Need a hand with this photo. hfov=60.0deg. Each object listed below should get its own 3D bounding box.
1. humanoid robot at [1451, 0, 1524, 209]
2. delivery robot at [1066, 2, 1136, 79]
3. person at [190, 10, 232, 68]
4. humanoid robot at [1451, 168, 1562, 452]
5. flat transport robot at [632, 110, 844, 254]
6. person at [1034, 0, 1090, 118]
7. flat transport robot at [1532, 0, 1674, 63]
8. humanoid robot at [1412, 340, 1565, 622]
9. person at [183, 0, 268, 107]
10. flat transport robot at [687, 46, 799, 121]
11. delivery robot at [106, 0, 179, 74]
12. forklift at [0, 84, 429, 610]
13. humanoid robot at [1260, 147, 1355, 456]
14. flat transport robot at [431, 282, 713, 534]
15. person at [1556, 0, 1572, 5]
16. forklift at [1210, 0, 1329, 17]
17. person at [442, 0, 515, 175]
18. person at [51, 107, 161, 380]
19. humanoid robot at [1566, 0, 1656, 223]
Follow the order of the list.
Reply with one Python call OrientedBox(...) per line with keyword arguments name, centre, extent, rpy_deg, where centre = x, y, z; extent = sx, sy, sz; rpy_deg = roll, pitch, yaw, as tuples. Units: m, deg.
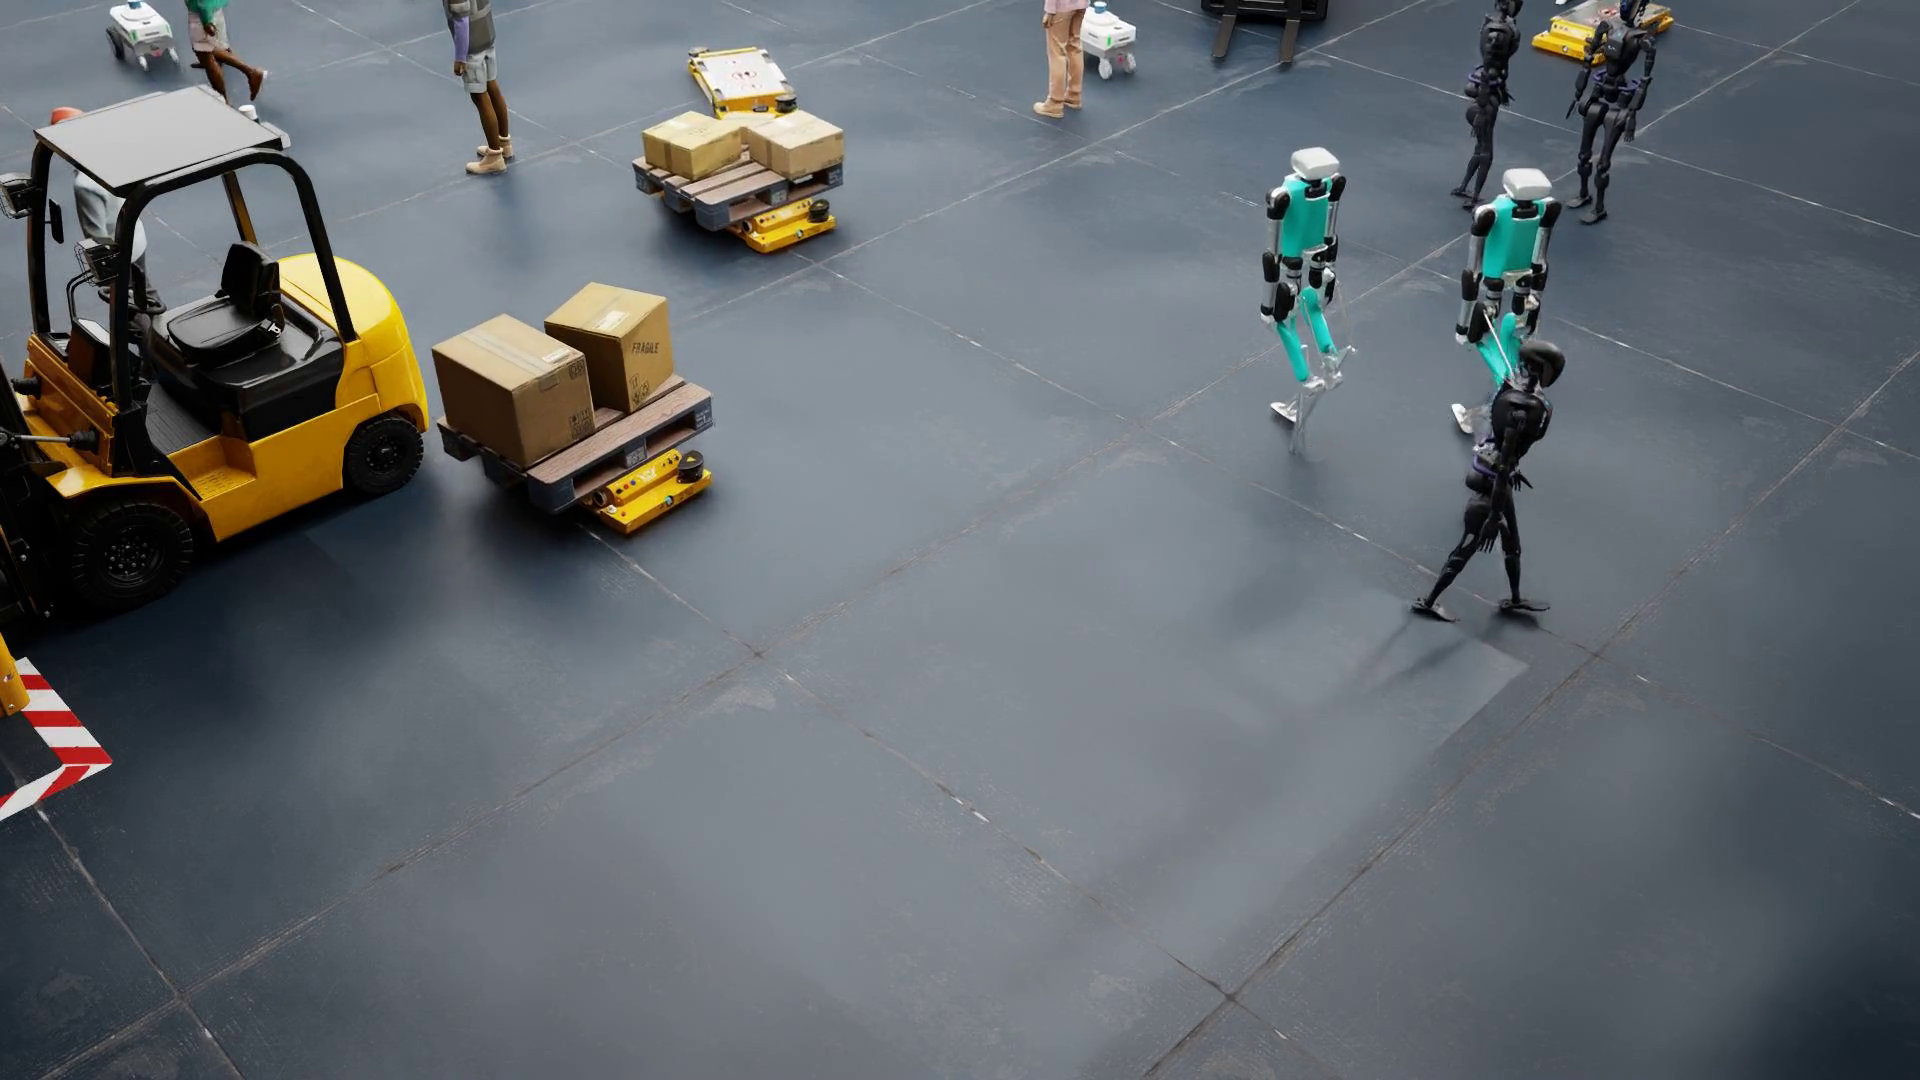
OrientedBox(name="humanoid robot", centre=(3.914, -3.234, 12.152), extent=(0.404, 1.651, 0.607), rpy_deg=(19, 41, 24))
OrientedBox(name="delivery robot", centre=(1.227, -4.453, 14.712), extent=(0.499, 0.587, 0.771), rpy_deg=(-22, 42, -27))
OrientedBox(name="person", centre=(-6.710, -5.020, 14.452), extent=(0.384, 1.783, 0.547), rpy_deg=(-1, 37, -1))
OrientedBox(name="humanoid robot", centre=(3.100, -1.166, 9.325), extent=(0.544, 1.770, 0.912), rpy_deg=(-11, 38, -15))
OrientedBox(name="flat transport robot", centre=(-1.632, -2.544, 12.403), extent=(0.659, 0.231, 1.431), rpy_deg=(-28, 45, -32))
OrientedBox(name="person", centre=(0.882, -4.346, 13.558), extent=(0.410, 1.775, 0.537), rpy_deg=(25, 43, 29))
OrientedBox(name="flat transport robot", centre=(5.949, -4.733, 15.333), extent=(1.431, 0.231, 0.659), rpy_deg=(-30, 46, -34))
OrientedBox(name="humanoid robot", centre=(2.700, -0.252, 8.179), extent=(0.724, 1.626, 0.608), rpy_deg=(15, 39, 19))
OrientedBox(name="person", centre=(-6.099, -4.321, 13.474), extent=(0.542, 1.836, 0.550), rpy_deg=(-13, 39, -17))
OrientedBox(name="flat transport robot", centre=(-1.865, -3.900, 14.217), extent=(0.659, 0.231, 1.431), rpy_deg=(-12, 38, -15))
OrientedBox(name="delivery robot", centre=(-7.285, -4.524, 14.823), extent=(0.499, 0.606, 0.807), rpy_deg=(-25, 43, -29))
OrientedBox(name="forklift", centre=(-4.145, -1.093, 8.856), extent=(2.313, 2.155, 1.214), rpy_deg=(-31, 47, -34))
OrientedBox(name="humanoid robot", centre=(2.070, -1.272, 9.531), extent=(0.530, 1.869, 0.735), rpy_deg=(-22, 42, -27))
OrientedBox(name="flat transport robot", centre=(-2.180, -0.508, 9.677), extent=(1.431, 0.231, 0.659), rpy_deg=(27, 44, 31))
OrientedBox(name="person", centre=(6.025, -5.858, 15.687), extent=(0.513, 1.644, 0.306), rpy_deg=(20, 41, 25))
OrientedBox(name="forklift", centre=(3.106, -6.400, 15.960), extent=(1.214, 2.155, 2.313), rpy_deg=(8, 37, 10))
OrientedBox(name="person", centre=(-3.702, -3.776, 12.572), extent=(0.367, 2.044, 0.607), rpy_deg=(3, 37, 4))
OrientedBox(name="person", centre=(-5.183, -1.808, 10.189), extent=(0.347, 1.739, 0.571), rpy_deg=(-3, 37, -4))
OrientedBox(name="humanoid robot", centre=(4.683, -3.161, 12.045), extent=(0.368, 1.648, 0.594), rpy_deg=(-24, 43, -28))
